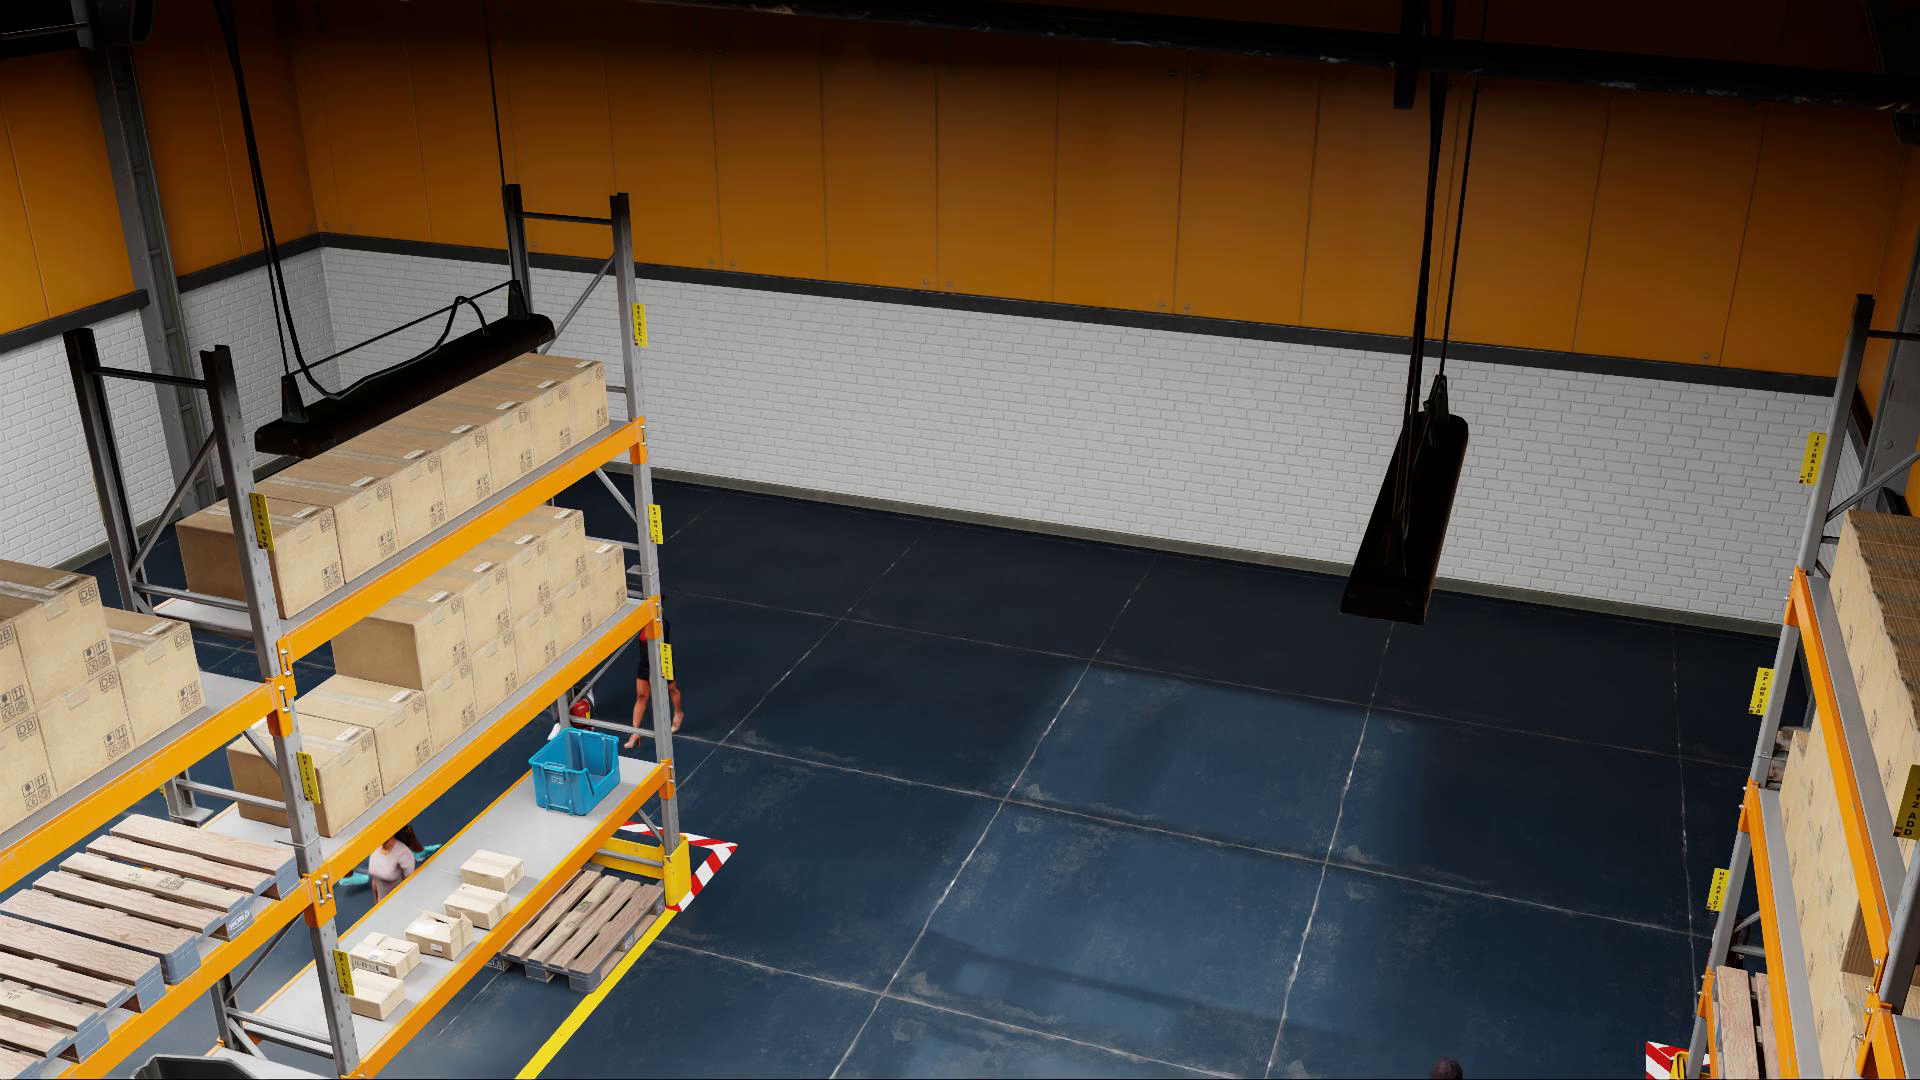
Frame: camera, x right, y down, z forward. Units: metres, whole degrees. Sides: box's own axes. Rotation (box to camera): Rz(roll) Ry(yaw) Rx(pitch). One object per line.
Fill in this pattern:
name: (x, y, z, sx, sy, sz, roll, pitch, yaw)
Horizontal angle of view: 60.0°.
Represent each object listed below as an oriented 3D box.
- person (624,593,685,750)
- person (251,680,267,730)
person: (-2.928, 1.254, 16.378, 0.658, 1.601, 1.028, 13, 27, 27)
person: (-6.093, 2.000, 14.561, 1.170, 1.690, 1.018, -17, 29, -33)
